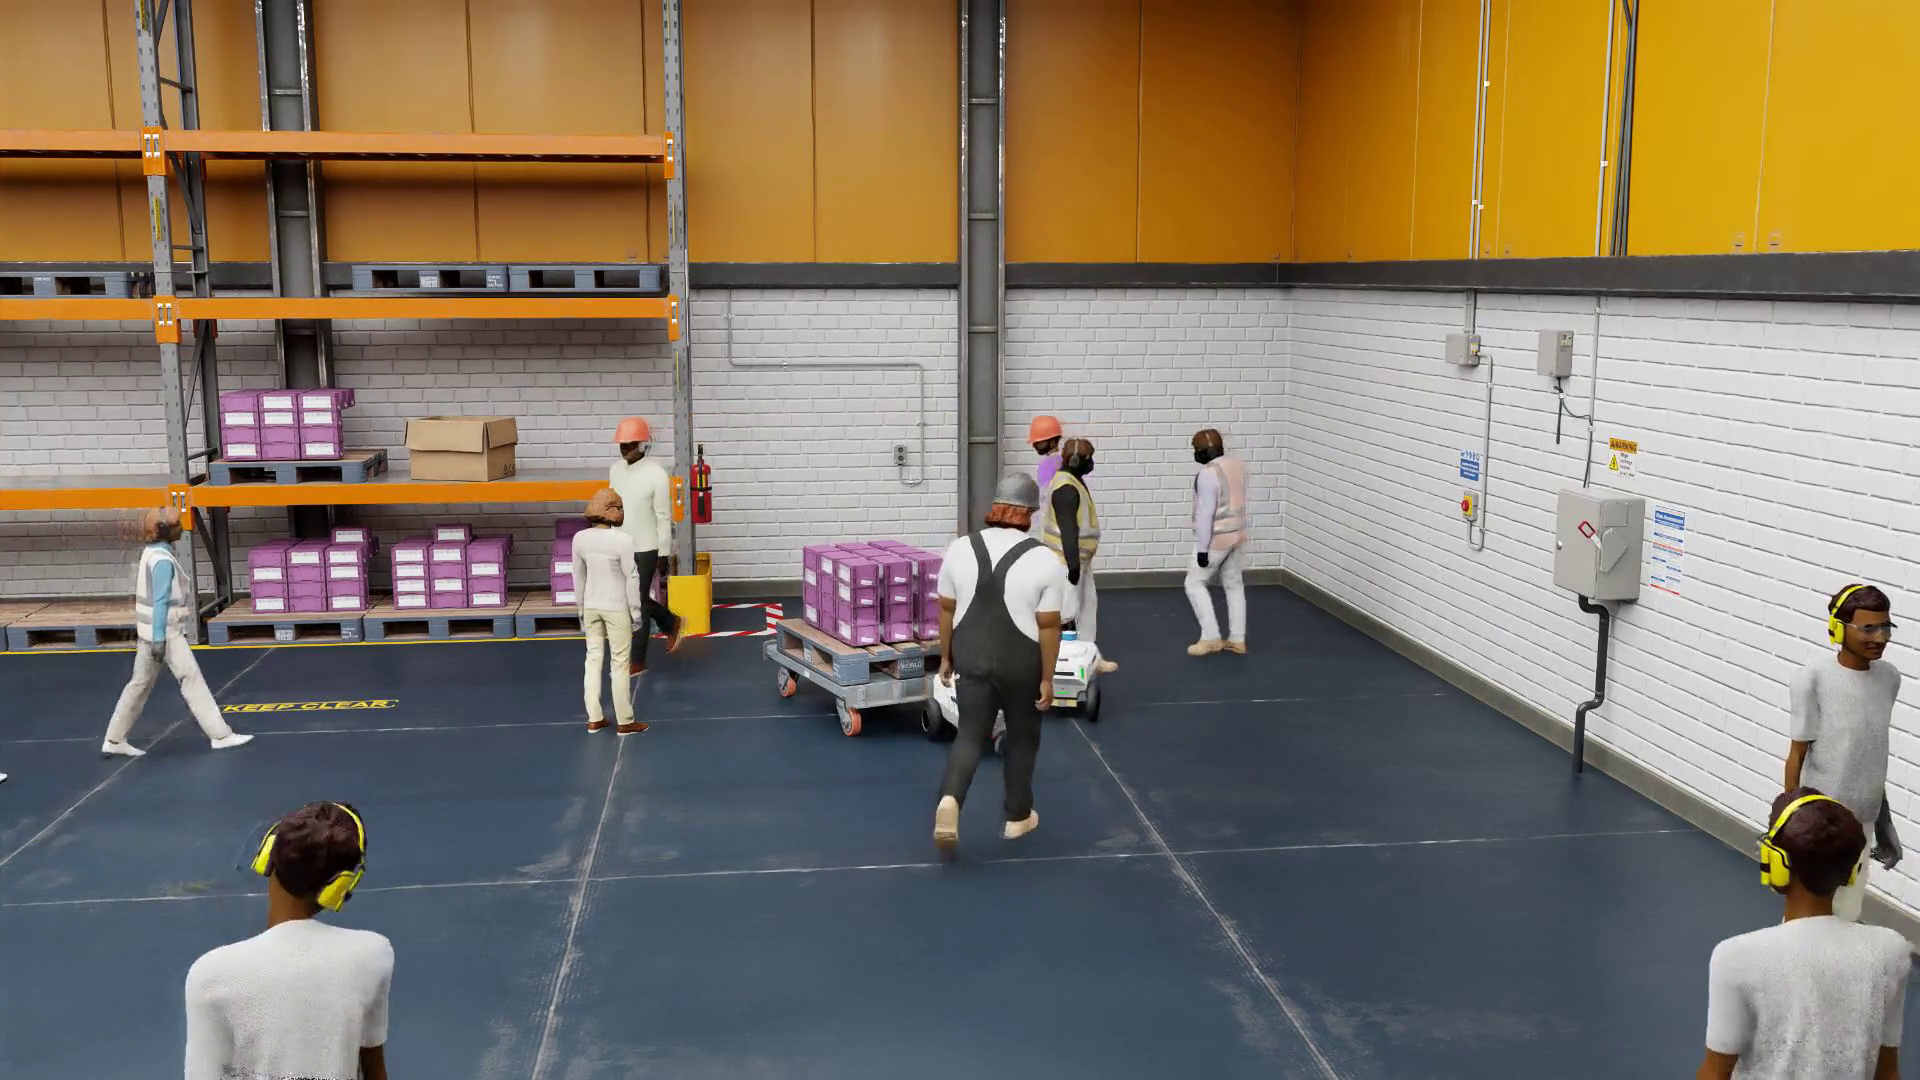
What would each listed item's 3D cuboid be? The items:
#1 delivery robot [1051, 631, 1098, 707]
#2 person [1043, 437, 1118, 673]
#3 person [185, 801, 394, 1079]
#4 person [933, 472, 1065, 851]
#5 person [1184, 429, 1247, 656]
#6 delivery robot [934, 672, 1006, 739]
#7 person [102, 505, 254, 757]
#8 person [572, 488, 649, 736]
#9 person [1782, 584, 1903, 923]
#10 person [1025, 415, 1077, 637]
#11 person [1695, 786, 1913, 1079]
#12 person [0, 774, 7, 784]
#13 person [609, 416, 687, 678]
[{"bbox_3d":[0.750,0.872,11.510,0.477,0.478,0.707,2,9,12],"label":"delivery robot"},{"bbox_3d":[0.779,0.124,12.543,0.788,1.811,0.630,1,9,8],"label":"person"},{"bbox_3d":[-1.500,1.521,3.820,0.354,1.830,0.657,6,11,33],"label":"person"},{"bbox_3d":[0.182,0.630,8.692,0.733,2.000,0.844,4,10,24],"label":"person"},{"bbox_3d":[2.090,0.016,13.240,0.462,1.817,0.827,7,11,37],"label":"person"},{"bbox_3d":[0.088,1.015,10.618,0.477,0.478,0.707,-3,10,-19],"label":"delivery robot"},{"bbox_3d":[-4.985,0.575,10.419,0.866,1.592,0.548,-6,11,-33],"label":"person"},{"bbox_3d":[-2.311,0.471,10.945,0.497,1.633,0.279,4,10,24],"label":"person"},{"bbox_3d":[3.403,1.084,6.403,0.558,1.867,0.316,-3,10,-19],"label":"person"},{"bbox_3d":[0.747,-0.051,13.314,0.417,1.914,0.632,5,10,28],"label":"person"},{"bbox_3d":[1.982,1.498,3.923,0.526,1.841,0.909,-2,9,-10],"label":"person"},{"bbox_3d":[-6.020,0.674,9.404,0.903,1.712,0.542,-8,12,-40],"label":"person"},{"bbox_3d":[-2.379,0.034,12.613,0.628,1.975,0.744,8,12,40],"label":"person"}]
